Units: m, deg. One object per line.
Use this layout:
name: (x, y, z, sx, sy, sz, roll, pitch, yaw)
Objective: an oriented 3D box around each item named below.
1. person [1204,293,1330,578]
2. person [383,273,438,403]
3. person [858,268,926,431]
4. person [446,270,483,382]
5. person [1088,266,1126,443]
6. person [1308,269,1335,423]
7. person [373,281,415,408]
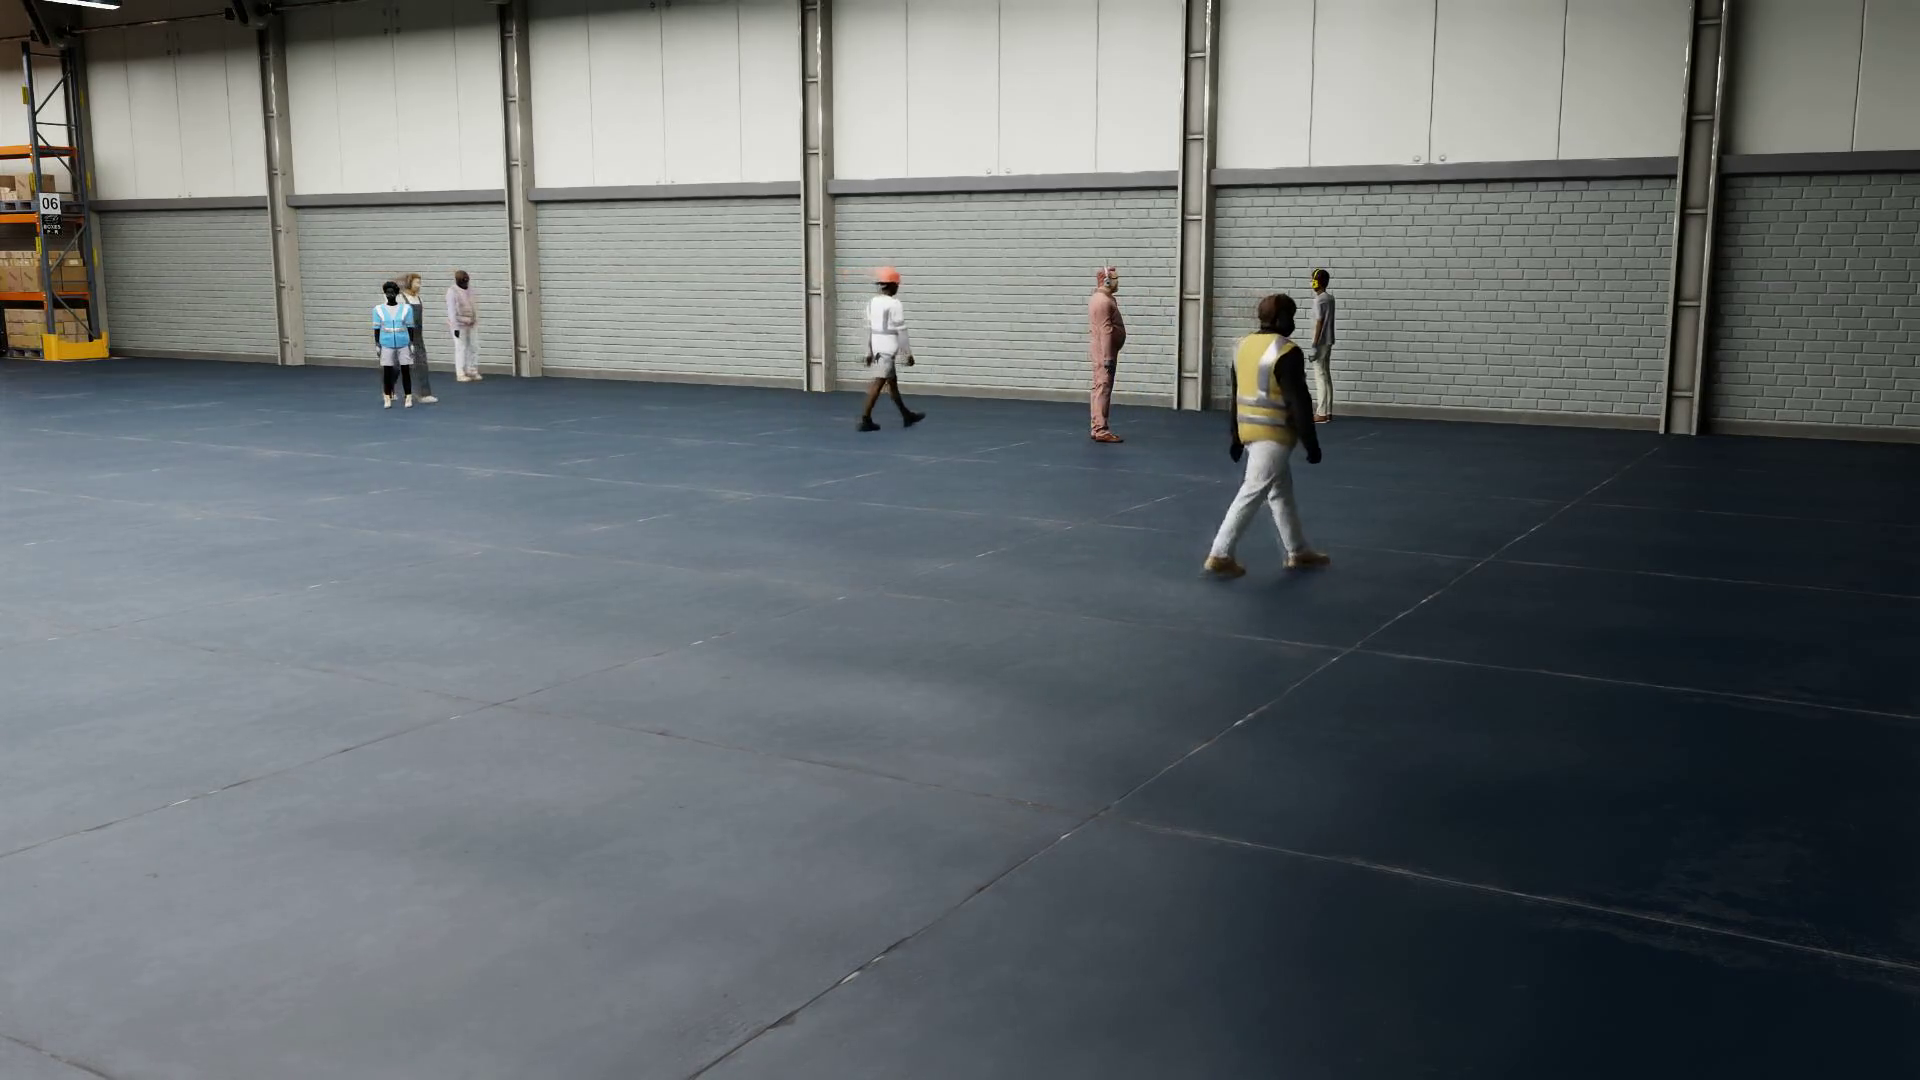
person: (1.951, -0.657, 10.540, 0.972, 1.799, 0.630, -3, 10, -18)
person: (-7.654, -2.795, 23.016, 0.932, 1.808, 0.525, 6, 11, 31)
person: (-0.813, -2.218, 19.406, 1.019, 1.881, 0.560, -7, 12, -37)
person: (-8.002, -3.436, 26.770, 0.487, 1.801, 0.658, 5, 11, 27)
person: (1.605, -2.021, 18.151, 0.407, 1.913, 0.641, 0, 10, -2)
person: (4.373, -2.348, 20.205, 0.334, 1.865, 0.517, 6, 12, 33)
person: (-7.527, -2.590, 22.136, 0.530, 1.689, 0.321, -3, 10, -18)
